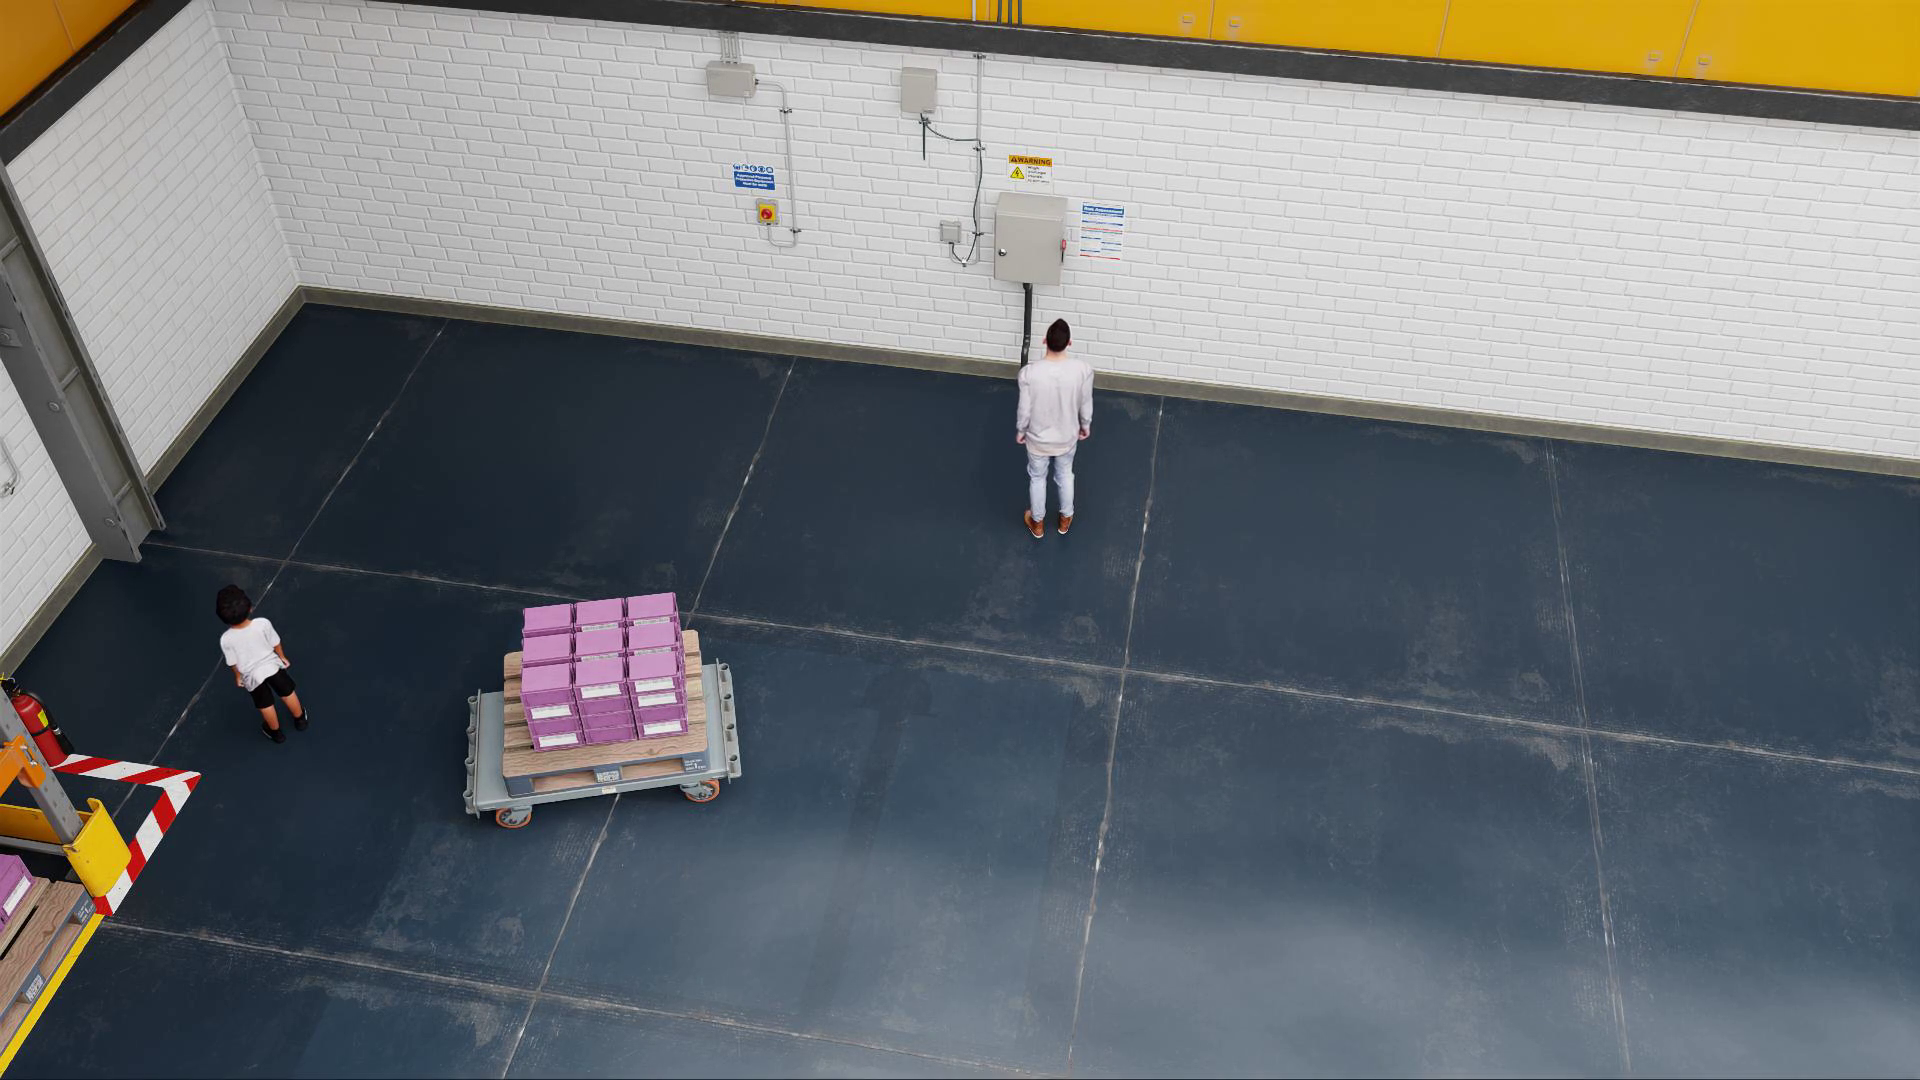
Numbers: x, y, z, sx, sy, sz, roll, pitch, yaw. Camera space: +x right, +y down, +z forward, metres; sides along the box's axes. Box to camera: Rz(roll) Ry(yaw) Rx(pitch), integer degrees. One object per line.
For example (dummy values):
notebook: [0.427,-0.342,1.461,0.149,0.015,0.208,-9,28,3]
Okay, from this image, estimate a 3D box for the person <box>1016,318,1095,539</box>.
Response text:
person: [0.639,-0.767,11.492,0.748,1.839,0.674,-5,44,-6]

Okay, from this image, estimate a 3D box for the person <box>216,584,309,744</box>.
person: [-4.338,0.772,10.296,0.571,1.260,0.635,-28,50,-26]
